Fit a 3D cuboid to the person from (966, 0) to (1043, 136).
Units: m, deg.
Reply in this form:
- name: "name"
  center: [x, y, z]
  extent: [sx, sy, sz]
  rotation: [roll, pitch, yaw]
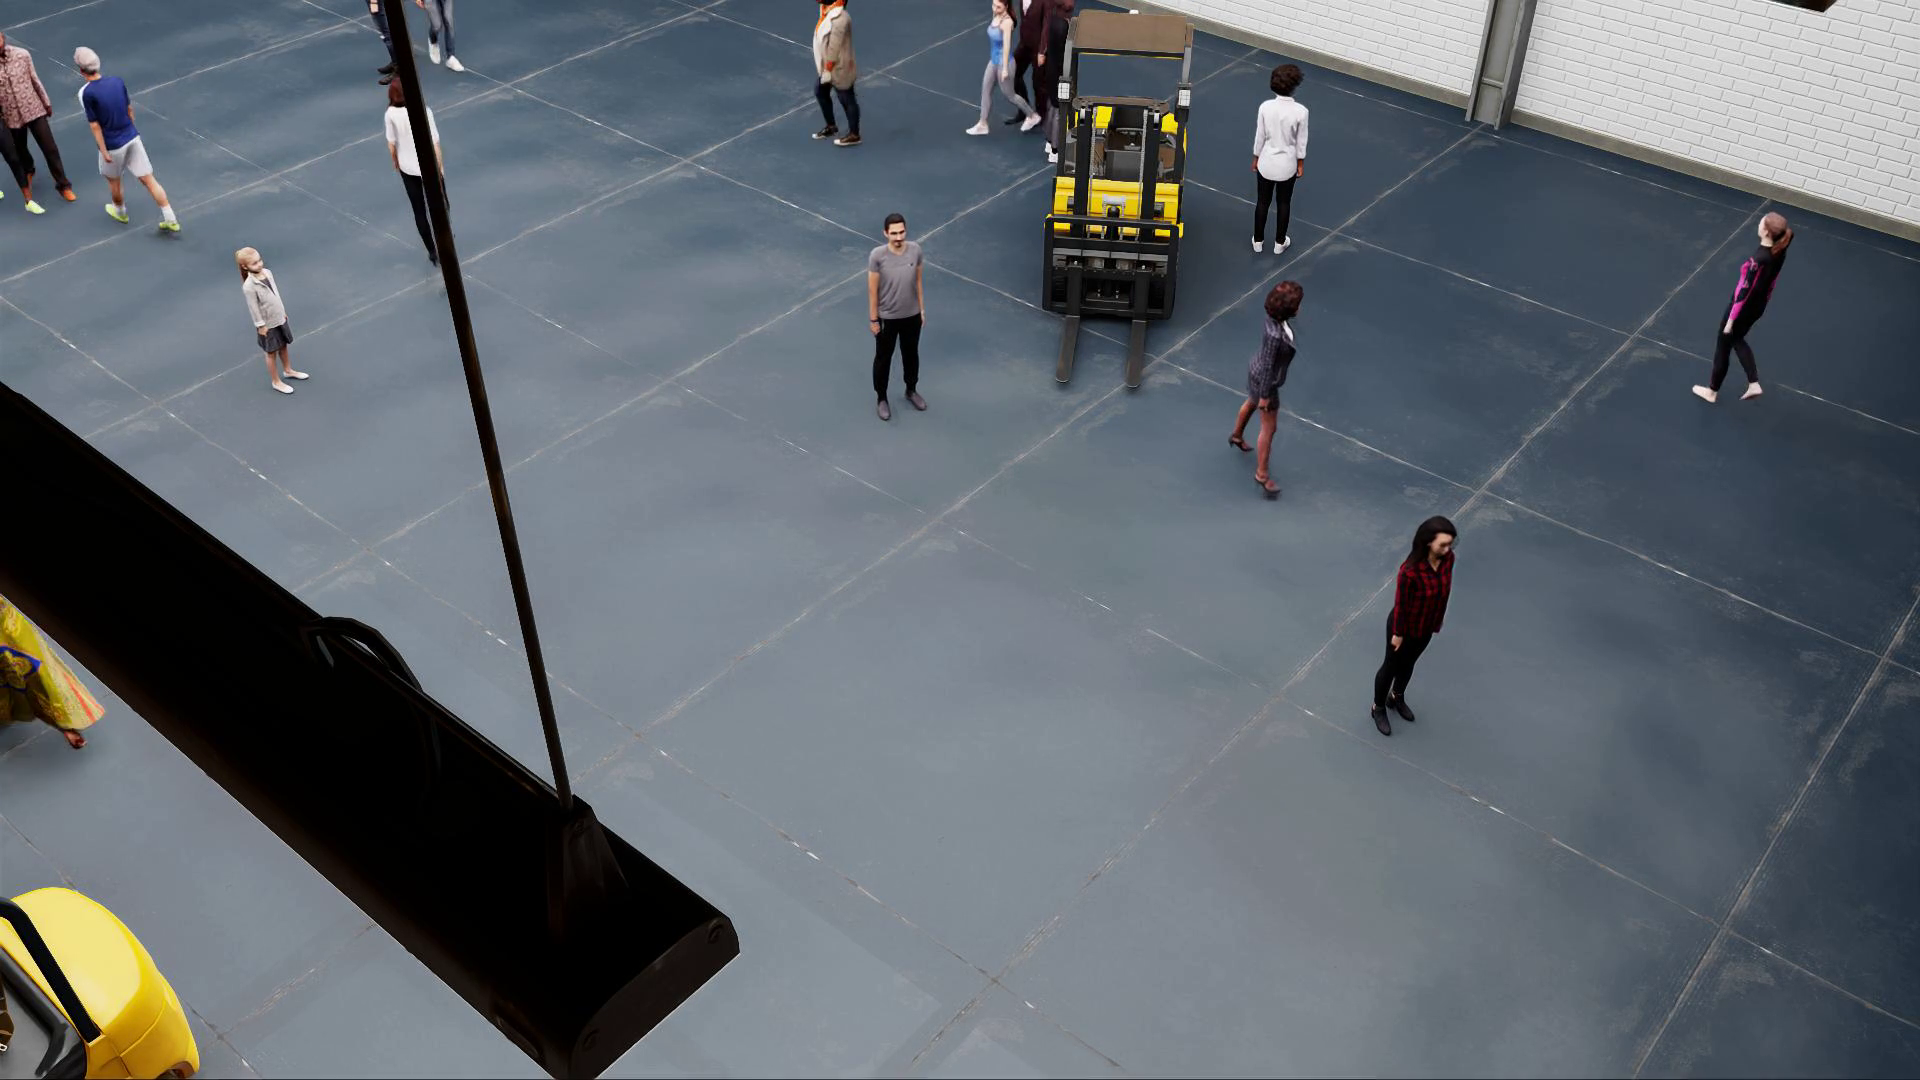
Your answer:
- name: "person"
  center: [0.516, -4.966, 17.404]
  extent: [1.028, 1.571, 1.062]
  rotation: [-9, 39, -11]

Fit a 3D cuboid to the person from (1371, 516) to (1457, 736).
- name: "person"
  center: [2.840, 0.513, 10.476]
  extent: [0.642, 1.656, 0.607]
  rotation: [-22, 43, -25]

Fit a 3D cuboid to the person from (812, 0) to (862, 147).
- name: "person"
  center: [-1.172, -4.976, 17.170]
  extent: [0.867, 1.879, 0.791]
  rotation: [-15, 41, -18]

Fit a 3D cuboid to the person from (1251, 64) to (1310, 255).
- name: "person"
  center: [2.945, -3.518, 15.402]
  extent: [0.624, 1.807, 0.766]
  rotation: [10, 40, 12]

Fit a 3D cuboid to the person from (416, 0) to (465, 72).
- name: "person"
  center: [-5.949, -6.228, 18.768]
  extent: [0.751, 1.841, 0.843]
  rotation: [-27, 46, -29]

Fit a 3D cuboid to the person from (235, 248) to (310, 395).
- name: "person"
  center: [-5.706, -1.835, 13.720]
  extent: [0.620, 1.276, 0.584]
  rotation: [10, 40, 12]

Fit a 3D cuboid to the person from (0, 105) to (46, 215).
- name: "person"
  center: [-9.442, -3.983, 16.061]
  extent: [1.126, 1.710, 0.688]
  rotation: [21, 43, 24]

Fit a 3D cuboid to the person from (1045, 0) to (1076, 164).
- name: "person"
  center: [1.008, -4.742, 16.970]
  extent: [0.787, 1.762, 0.722]
  rotation: [-2, 39, -3]

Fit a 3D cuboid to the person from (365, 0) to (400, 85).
- name: "person"
  center: [-6.494, -6.066, 18.517]
  extent: [0.816, 1.901, 0.694]
  rotation: [-12, 40, -14]

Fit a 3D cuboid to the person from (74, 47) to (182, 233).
- name: "person"
  center: [-7.841, -3.707, 15.646]
  extent: [1.195, 1.797, 0.731]
  rotation: [19, 43, 23]

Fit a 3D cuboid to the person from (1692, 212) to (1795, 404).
- name: "person"
  center: [6.348, -1.793, 13.292]
  extent: [0.711, 1.744, 0.864]
  rotation: [-20, 43, -24]

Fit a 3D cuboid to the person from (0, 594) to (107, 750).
- name: "person"
  center: [-6.111, 0.598, 10.412]
  extent: [1.188, 1.602, 0.746]
  rotation: [28, 46, 30]

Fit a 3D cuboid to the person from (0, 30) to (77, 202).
- name: "person"
  center: [-9.230, -4.219, 16.301]
  extent: [0.939, 1.779, 1.189]
  rotation: [-19, 42, -22]

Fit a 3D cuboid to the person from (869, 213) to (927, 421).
- name: "person"
  center: [-0.503, -1.819, 13.316]
  extent: [0.705, 1.754, 0.698]
  rotation: [-16, 41, -19]

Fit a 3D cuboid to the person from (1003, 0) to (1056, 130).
- name: "person"
  center: [0.845, -5.257, 17.543]
  extent: [0.835, 1.851, 0.711]
  rotation: [-26, 45, -29]

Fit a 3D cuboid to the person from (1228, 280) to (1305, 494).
- name: "person"
  center: [2.313, -1.182, 12.591]
  extent: [0.902, 1.664, 0.907]
  rotation: [5, 39, 7]

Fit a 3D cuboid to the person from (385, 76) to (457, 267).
- name: "person"
  center: [-4.944, -3.329, 15.190]
  extent: [0.847, 1.776, 0.926]
  rotation: [-10, 40, -12]
